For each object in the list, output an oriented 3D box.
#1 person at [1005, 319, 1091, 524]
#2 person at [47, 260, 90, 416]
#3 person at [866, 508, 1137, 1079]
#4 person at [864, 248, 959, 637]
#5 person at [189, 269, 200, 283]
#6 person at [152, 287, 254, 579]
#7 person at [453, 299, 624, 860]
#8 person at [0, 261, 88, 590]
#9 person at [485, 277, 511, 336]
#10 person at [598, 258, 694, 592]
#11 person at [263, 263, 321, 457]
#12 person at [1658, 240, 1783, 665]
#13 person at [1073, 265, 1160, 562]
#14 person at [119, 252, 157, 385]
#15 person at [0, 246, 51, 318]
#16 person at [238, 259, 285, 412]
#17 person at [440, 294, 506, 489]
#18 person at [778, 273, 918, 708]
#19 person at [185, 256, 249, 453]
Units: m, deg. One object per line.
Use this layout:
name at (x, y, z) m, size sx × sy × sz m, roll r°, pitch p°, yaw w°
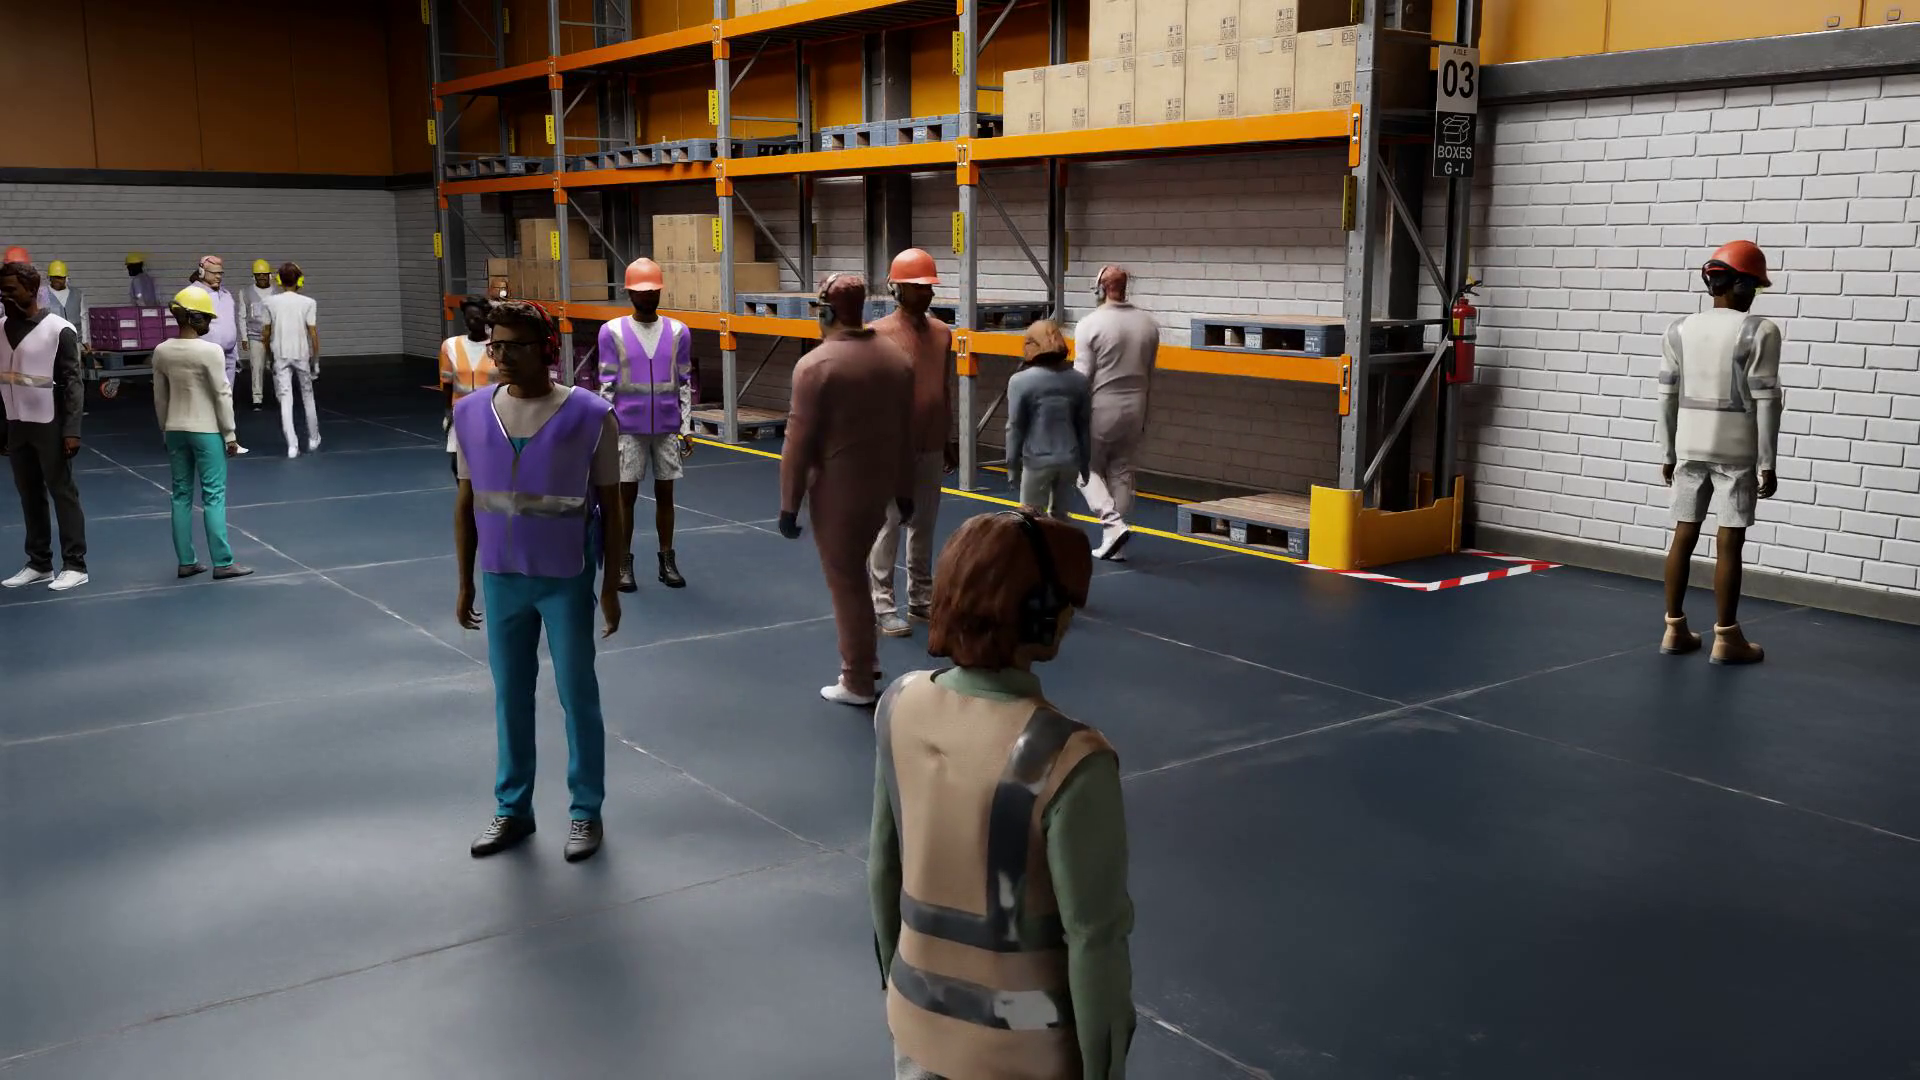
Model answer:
person at (0.518, -0.396, 9.108) m, size 0.531 × 1.614 × 0.550 m, roll -4°, pitch 11°, yaw -22°
person at (-10.494, -2.347, 19.443) m, size 0.403 × 1.823 × 0.586 m, roll 9°, pitch 14°, yaw 42°
person at (0.056, 0.767, 2.522) m, size 0.310 × 1.636 × 0.523 m, roll -9°, pitch 13°, yaw -40°
person at (-0.247, -0.506, 8.652) m, size 0.389 × 1.992 × 0.625 m, roll 10°, pitch 14°, yaw 44°
person at (-11.289, -3.206, 24.790) m, size 0.283 × 1.633 × 0.498 m, roll -5°, pitch 11°, yaw -25°
person at (-4.600, -0.638, 10.059) m, size 0.524 × 1.759 × 0.337 m, roll 3°, pitch 11°, yaw 18°
person at (-1.381, 0.133, 5.493) m, size 0.569 × 1.843 × 0.373 m, roll 2°, pitch 10°, yaw 9°
person at (-5.409, -0.667, 9.766) m, size 0.597 × 1.918 × 0.379 m, roll 3°, pitch 11°, yaw 16°
person at (-5.415, -2.277, 19.607) m, size 0.496 × 1.629 × 0.277 m, roll -9°, pitch 13°, yaw -41°
person at (-1.815, -0.667, 9.715) m, size 0.547 × 1.938 × 0.379 m, roll -4°, pitch 11°, yaw -23°
person at (-6.429, -1.736, 16.039) m, size 0.516 × 1.823 × 0.939 m, roll -3°, pitch 10°, yaw -15°
person at (3.682, -0.419, 8.058) m, size 0.392 × 2.034 × 0.605 m, roll -7°, pitch 12°, yaw -34°
person at (0.961, -0.781, 10.494) m, size 0.648 × 1.887 × 0.459 m, roll -6°, pitch 12°, yaw -31°
person at (-11.806, -3.166, 23.834) m, size 0.903 × 1.883 × 0.606 m, roll -1°, pitch 10°, yaw -6°
person at (-10.148, -2.168, 17.992) m, size 0.603 × 2.002 × 1.045 m, roll -7°, pitch 12°, yaw -33°
person at (-8.382, -2.467, 20.090) m, size 0.590 × 1.833 × 0.404 m, roll -5°, pitch 11°, yaw -27°
person at (-3.249, -0.818, 11.251) m, size 0.556 × 1.679 × 0.456 m, roll 0°, pitch 10°, yaw -1°
person at (-0.534, -0.214, 7.296) m, size 0.540 × 1.887 × 0.679 m, roll 9°, pitch 13°, yaw 40°
person at (-7.087, -1.742, 15.844) m, size 0.407 × 1.902 × 0.639 m, roll 3°, pitch 11°, yaw 16°
